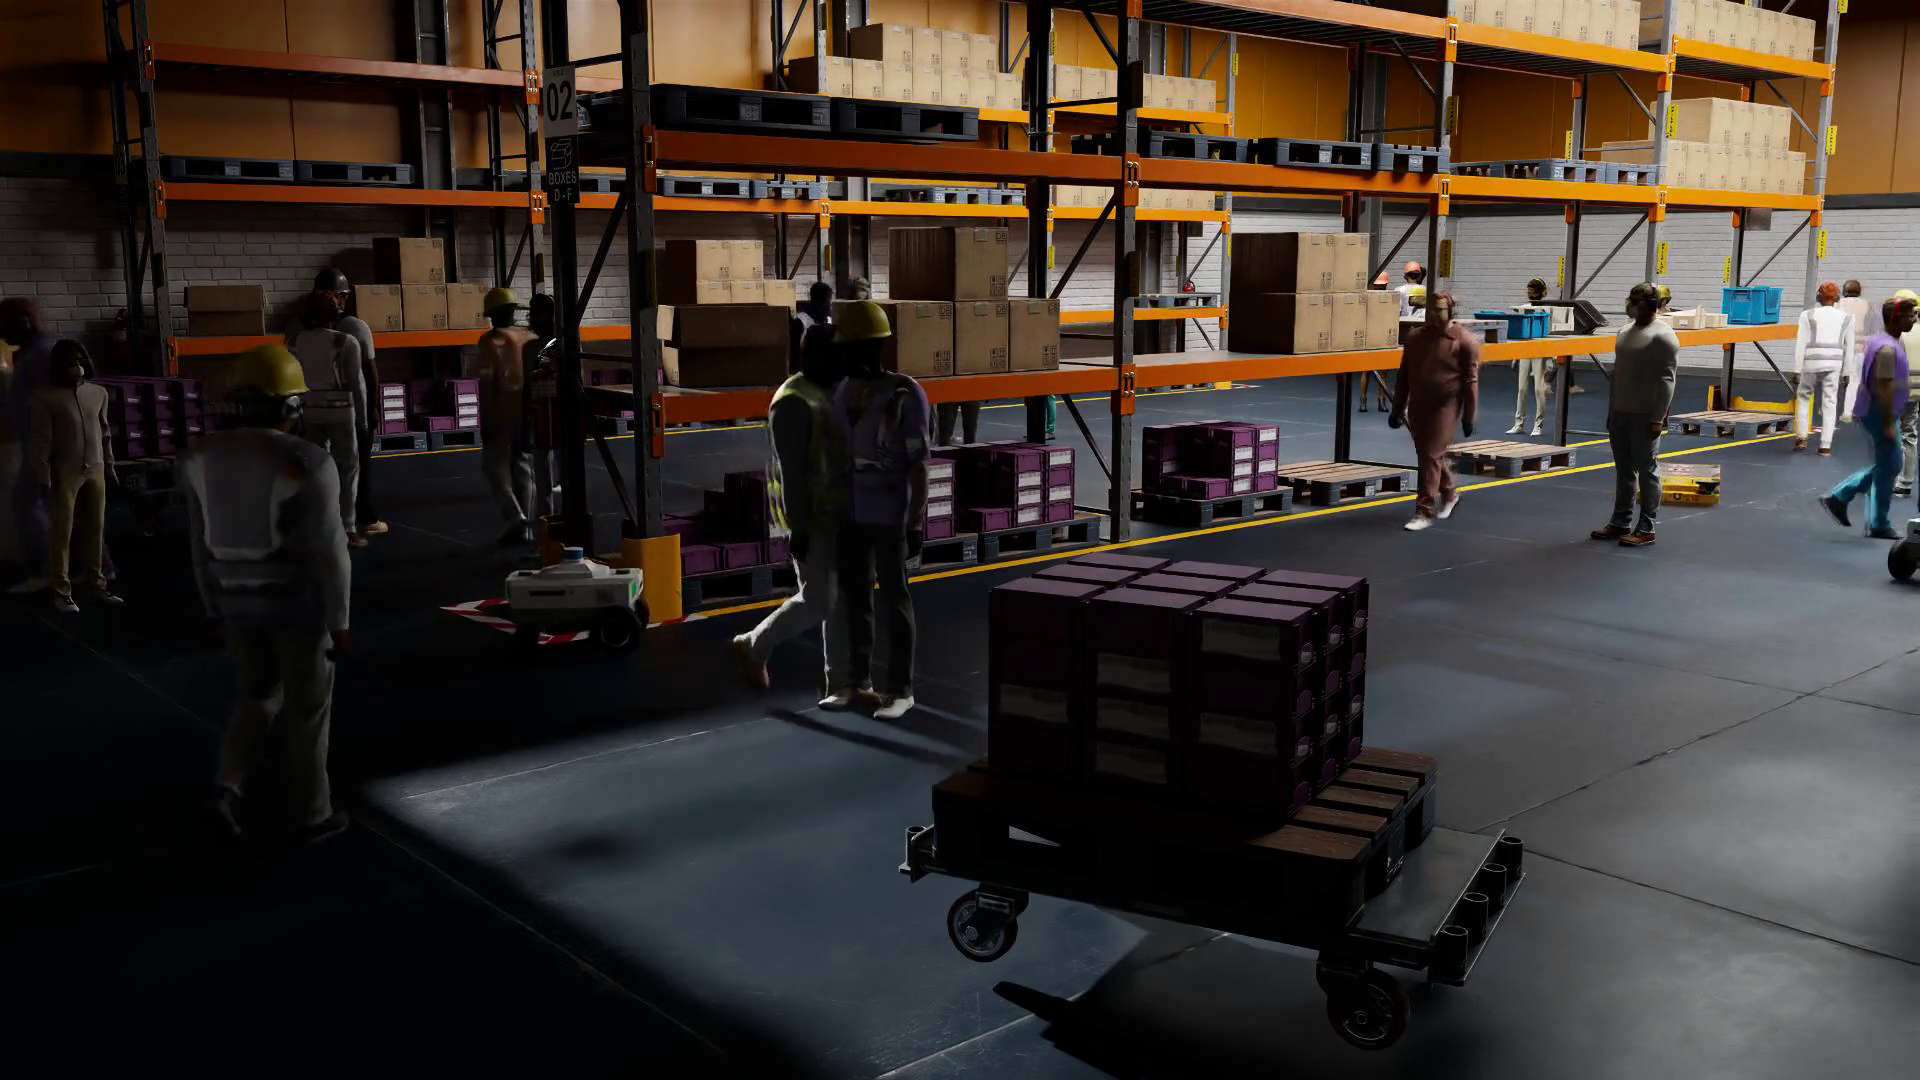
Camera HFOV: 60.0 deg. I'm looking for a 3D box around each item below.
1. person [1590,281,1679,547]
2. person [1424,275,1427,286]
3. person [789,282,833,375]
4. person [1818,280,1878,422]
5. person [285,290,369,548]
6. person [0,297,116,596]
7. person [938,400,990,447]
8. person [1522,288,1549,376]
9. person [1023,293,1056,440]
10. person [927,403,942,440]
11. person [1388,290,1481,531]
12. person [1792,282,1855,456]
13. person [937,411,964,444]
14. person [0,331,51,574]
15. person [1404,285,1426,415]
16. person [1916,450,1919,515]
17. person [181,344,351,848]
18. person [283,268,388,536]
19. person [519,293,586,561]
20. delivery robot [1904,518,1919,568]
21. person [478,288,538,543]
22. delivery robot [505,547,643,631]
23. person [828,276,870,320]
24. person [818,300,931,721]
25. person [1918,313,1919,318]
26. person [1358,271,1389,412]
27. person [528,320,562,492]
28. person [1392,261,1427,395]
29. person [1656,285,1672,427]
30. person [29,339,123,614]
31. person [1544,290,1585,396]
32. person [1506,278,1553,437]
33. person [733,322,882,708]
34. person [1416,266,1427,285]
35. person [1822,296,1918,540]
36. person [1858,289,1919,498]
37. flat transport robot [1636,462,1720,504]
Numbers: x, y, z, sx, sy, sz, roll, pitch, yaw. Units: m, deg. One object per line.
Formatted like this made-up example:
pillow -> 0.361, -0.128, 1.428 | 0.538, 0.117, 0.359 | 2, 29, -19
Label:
person -> 4.983, -0.923, 12.245 | 0.372, 1.940, 0.630 | -3, 10, -15
person -> 7.242, -3.198, 25.712 | 0.651, 1.895, 0.396 | 5, 11, 27
person -> -1.475, -1.495, 15.794 | 0.358, 1.878, 0.788 | 7, 12, 35
person -> 11.460, -2.449, 21.548 | 0.660, 1.807, 0.873 | 3, 10, 14
person -> -4.599, -0.876, 12.142 | 0.614, 1.877, 0.479 | 1, 10, 7
person -> -5.785, -0.587, 10.507 | 0.727, 1.864, 0.702 | -5, 11, -26
person -> 0.010, -1.465, 15.726 | 0.593, 1.832, 0.403 | -2, 10, -9
person -> 10.210, -3.710, 29.527 | 0.427, 1.603, 0.538 | -9, 14, -44
person -> 0.931, -2.027, 19.240 | 0.328, 1.760, 0.524 | -4, 10, -22
person -> -0.287, -1.271, 14.277 | 0.355, 1.940, 0.542 | 3, 10, 16
person -> 3.775, -1.039, 13.140 | 0.950, 1.867, 0.640 | -8, 12, -38
person -> 9.257, -1.835, 17.864 | 0.592, 1.845, 0.704 | 2, 10, 13
person -> -0.314, -2.041, 18.738 | 0.724, 1.960, 0.664 | -1, 10, -5
person -> -6.399, -0.682, 11.170 | 0.441, 1.820, 0.713 | 3, 10, 17
person -> 6.041, -2.500, 22.047 | 0.323, 1.743, 0.489 | -2, 10, -9
person -> 5.350, -0.278, 8.772 | 0.543, 1.835, 0.441 | 7, 12, 34
person -> -2.415, 0.226, 5.853 | 0.611, 1.822, 0.493 | 2, 10, 13
person -> -4.717, -1.045, 12.657 | 0.688, 2.000, 0.537 | 1, 10, 5
person -> -2.840, -0.771, 11.554 | 0.538, 1.869, 0.313 | 4, 10, 22
delivery robot -> 6.520, -0.042, 10.855 | 0.707, 0.478, 0.477 | -5, 11, -29
person -> -3.353, -0.916, 12.339 | 0.473, 1.886, 0.629 | 7, 12, 35
delivery robot -> -2.077, 0.280, 8.967 | 0.707, 0.478, 0.477 | -1, 10, -6
person -> -1.275, -2.084, 19.189 | 0.735, 1.897, 0.427 | -1, 10, -5
person -> -0.415, -0.132, 7.643 | 0.594, 1.924, 0.382 | 7, 12, 36
person -> 10.403, -1.754, 17.992 | 0.518, 1.636, 0.312 | 4, 10, 22
person -> 5.690, -2.699, 22.643 | 0.550, 1.935, 0.375 | 1, 10, 3
person -> -3.746, -1.245, 15.041 | 0.507, 1.630, 0.283 | 7, 12, 34
person -> 6.838, -3.206, 25.300 | 0.615, 2.041, 0.385 | -2, 10, -9
person -> 8.718, -2.302, 20.813 | 0.304, 1.772, 0.525 | -9, 13, -41
person -> -5.304, -0.387, 9.994 | 0.266, 1.631, 0.507 | 5, 11, 26
person -> 9.243, -3.034, 25.421 | 0.882, 1.655, 0.538 | -3, 10, -19
person -> 6.775, -2.155, 19.678 | 0.514, 1.865, 0.329 | 9, 13, 44
person -> -0.717, -0.100, 7.771 | 0.624, 1.821, 0.647 | 4, 10, 20
person -> 7.241, -3.357, 26.410 | 0.363, 1.966, 0.606 | 0, 10, 2
person -> 6.912, -0.914, 12.508 | 0.534, 1.830, 0.574 | 6, 11, 30
person -> 8.193, -1.266, 14.551 | 0.592, 1.836, 0.404 | -3, 10, -17
flat transport robot -> 6.390, -0.524, 14.779 | 0.652, 0.197, 1.431 | 4, 11, 24
